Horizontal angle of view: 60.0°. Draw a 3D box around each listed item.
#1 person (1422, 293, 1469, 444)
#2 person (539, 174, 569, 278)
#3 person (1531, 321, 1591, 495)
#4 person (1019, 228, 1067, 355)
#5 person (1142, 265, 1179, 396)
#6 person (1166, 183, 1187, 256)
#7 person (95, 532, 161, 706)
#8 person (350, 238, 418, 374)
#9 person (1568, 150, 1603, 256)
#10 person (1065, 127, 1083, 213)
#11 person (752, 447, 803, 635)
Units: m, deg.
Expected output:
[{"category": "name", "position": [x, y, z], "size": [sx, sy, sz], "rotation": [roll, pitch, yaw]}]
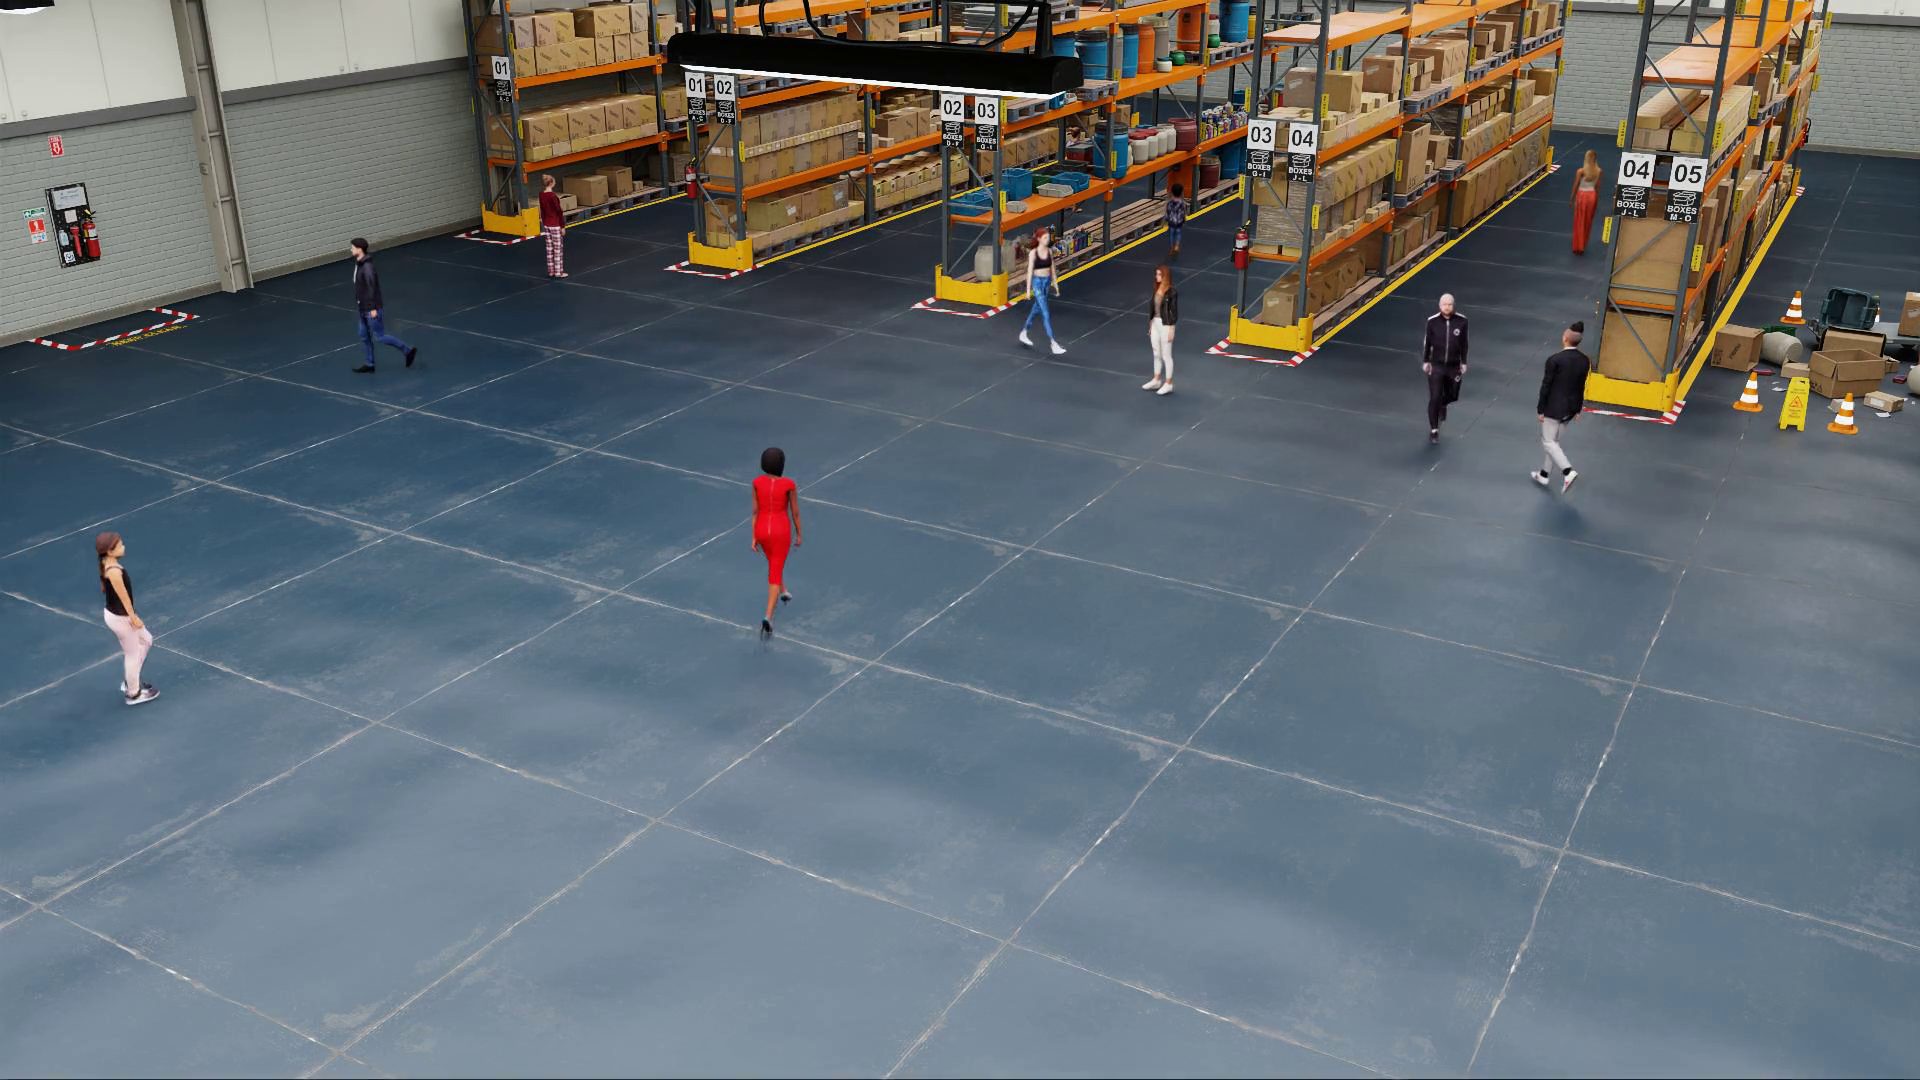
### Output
[{"category": "person", "position": [5.852, -2.116, 20.161], "size": [0.928, 1.807, 1.148], "rotation": [3, 23, 7]}, {"category": "person", "position": [-6.763, -5.230, 27.621], "size": [0.640, 1.700, 0.527], "rotation": [16, 28, 33]}, {"category": "person", "position": [6.717, -1.445, 18.428], "size": [1.133, 1.927, 1.188], "rotation": [-6, 24, -15]}, {"category": "person", "position": [1.093, -3.524, 23.568], "size": [1.227, 1.731, 0.961], "rotation": [-18, 29, -35]}, {"category": "person", "position": [2.668, -2.779, 21.855], "size": [0.673, 1.701, 0.686], "rotation": [-15, 27, -31]}, {"category": "person", "position": [3.756, -5.587, 29.045], "size": [0.553, 1.241, 0.569], "rotation": [5, 24, 12]}, {"category": "person", "position": [-7.081, 0.673, 13.929], "size": [0.667, 1.550, 0.628], "rotation": [-16, 28, -33]}, {"category": "person", "position": [-7.885, -3.164, 22.545], "size": [1.217, 1.869, 1.069], "rotation": [-10, 25, -23]}, {"category": "person", "position": [10.933, -5.889, 29.039], "size": [0.871, 1.801, 0.971], "rotation": [-1, 23, -2]}, {"category": "person", "position": [2.216, -7.233, 32.432], "size": [0.650, 1.620, 0.640], "rotation": [-15, 27, -31]}, {"category": "person", "position": [-1.723, 0.043, 15.237], "size": [0.814, 1.687, 1.169], "rotation": [5, 23, 11]}]
